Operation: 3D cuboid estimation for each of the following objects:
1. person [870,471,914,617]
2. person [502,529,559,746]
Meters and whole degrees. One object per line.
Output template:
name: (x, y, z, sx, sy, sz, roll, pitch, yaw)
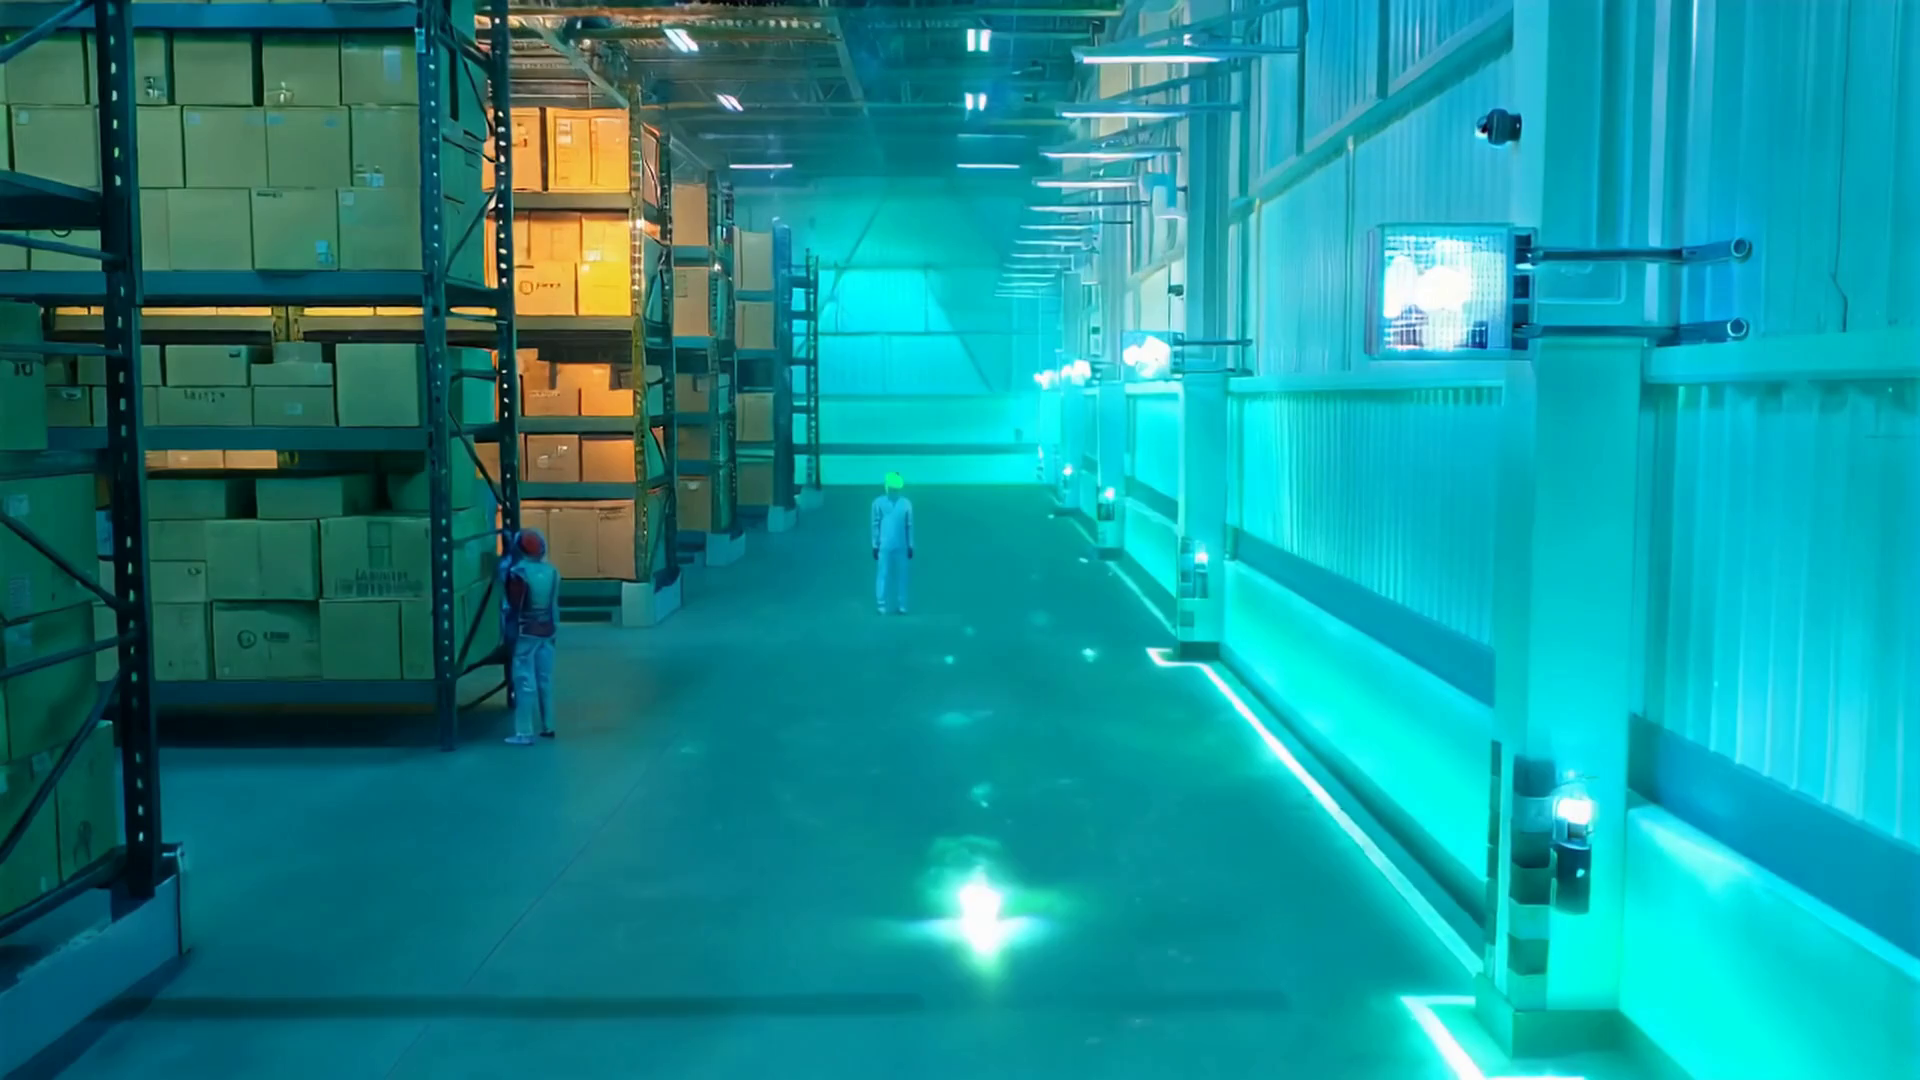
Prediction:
person: (-0.798, 0.050, 19.869, 0.566, 1.744, 0.349, -3, 6, -29)
person: (-3.234, 0.732, 12.588, 0.317, 1.631, 0.523, 3, 6, 31)
